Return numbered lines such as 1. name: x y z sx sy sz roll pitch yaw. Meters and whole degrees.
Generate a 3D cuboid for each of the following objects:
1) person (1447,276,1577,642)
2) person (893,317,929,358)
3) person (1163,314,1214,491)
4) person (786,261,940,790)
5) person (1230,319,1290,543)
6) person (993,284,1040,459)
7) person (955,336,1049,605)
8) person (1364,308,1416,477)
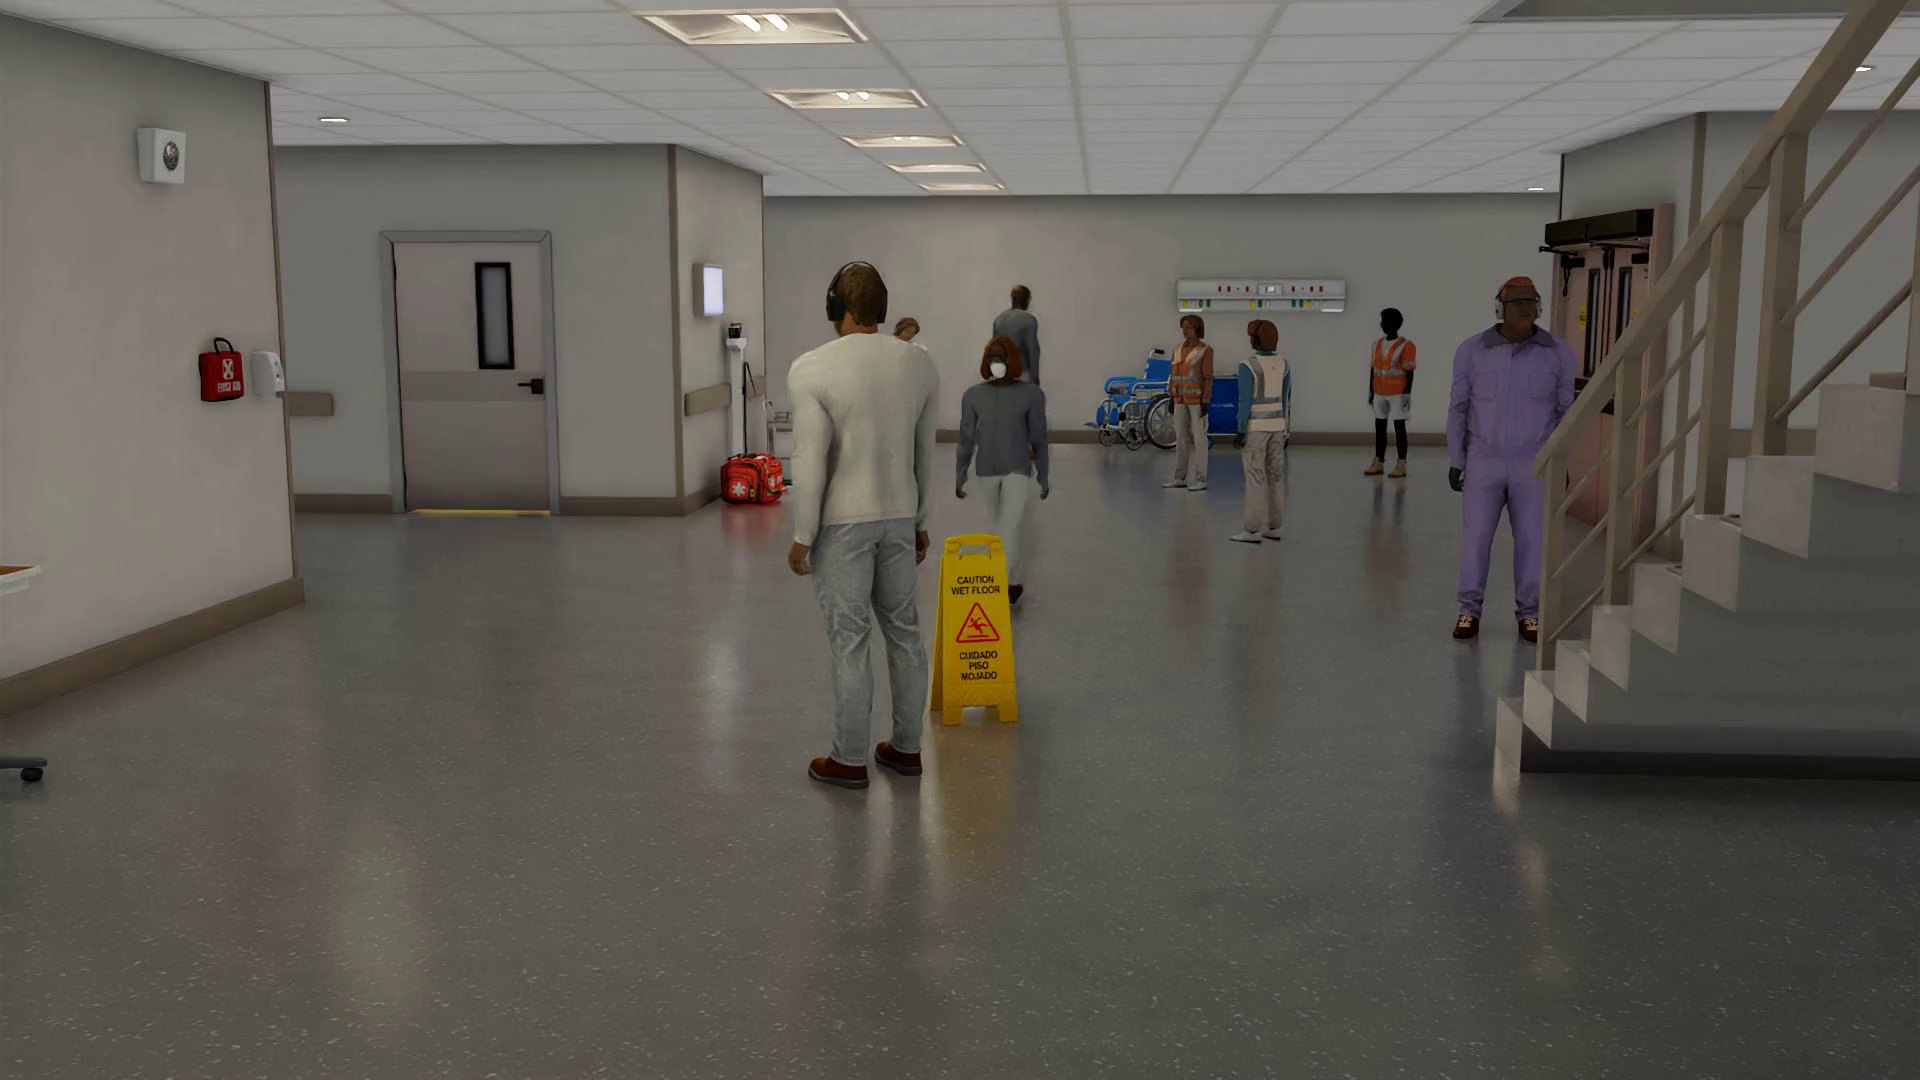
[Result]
1. person: 2.888 -0.419 8.749 0.641 1.913 0.407 2 9 15
2. person: -0.544 -1.351 16.093 0.540 1.606 0.408 2 9 11
3. person: 2.150 -1.282 15.528 0.307 1.644 0.514 -7 11 -39
4. person: -0.361 -0.050 6.148 0.628 1.939 0.375 -6 10 -36
5. person: 2.217 -0.798 12.230 0.514 1.644 0.308 -7 11 -40
6. person: 0.631 -1.851 18.407 0.358 1.937 0.635 -8 11 -43
7. person: 0.233 -0.366 9.469 0.517 1.585 0.881 3 9 21
8. person: 4.312 -1.476 16.667 0.318 1.695 0.540 -6 10 -36
